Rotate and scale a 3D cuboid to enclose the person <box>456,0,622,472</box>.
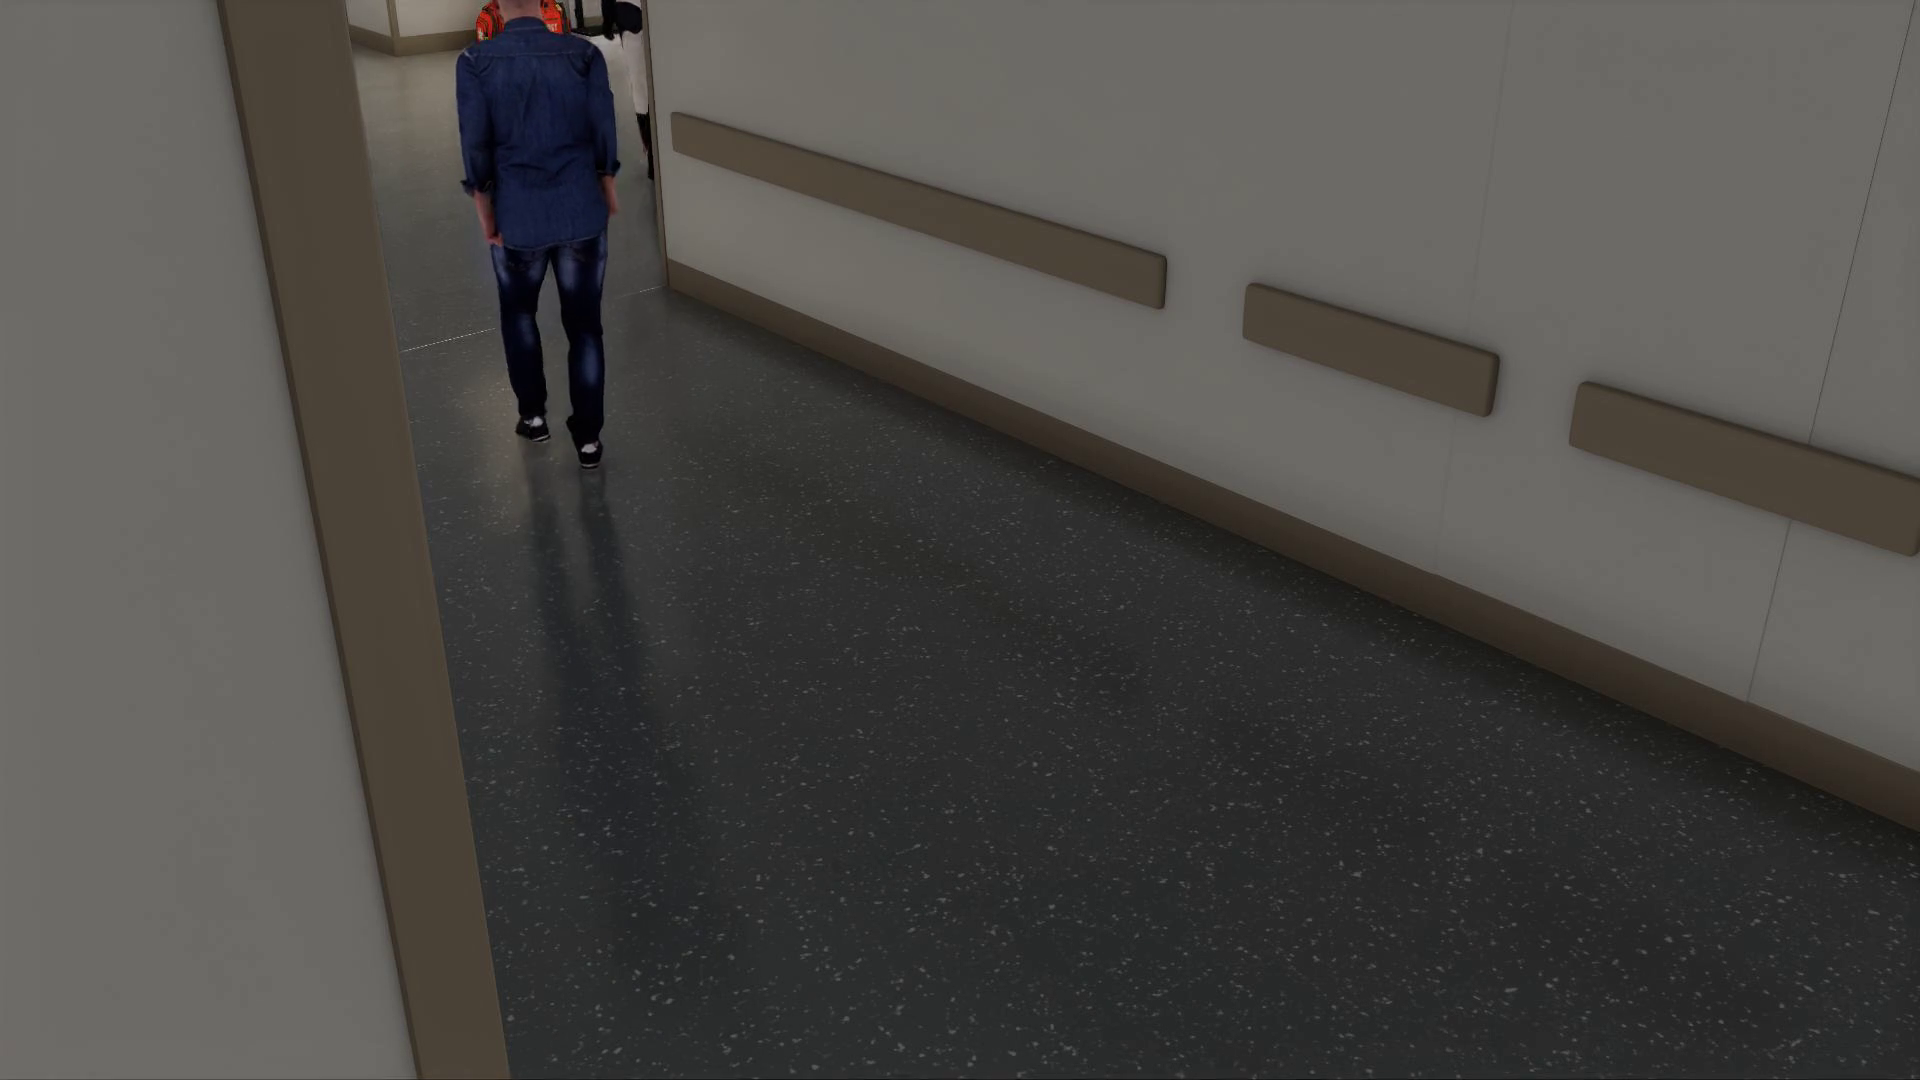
[{"bbox_3d":[-1.451,-1.099,5.921,0.810,1.805,0.912,-6,26,-12],"label":"person"}]
